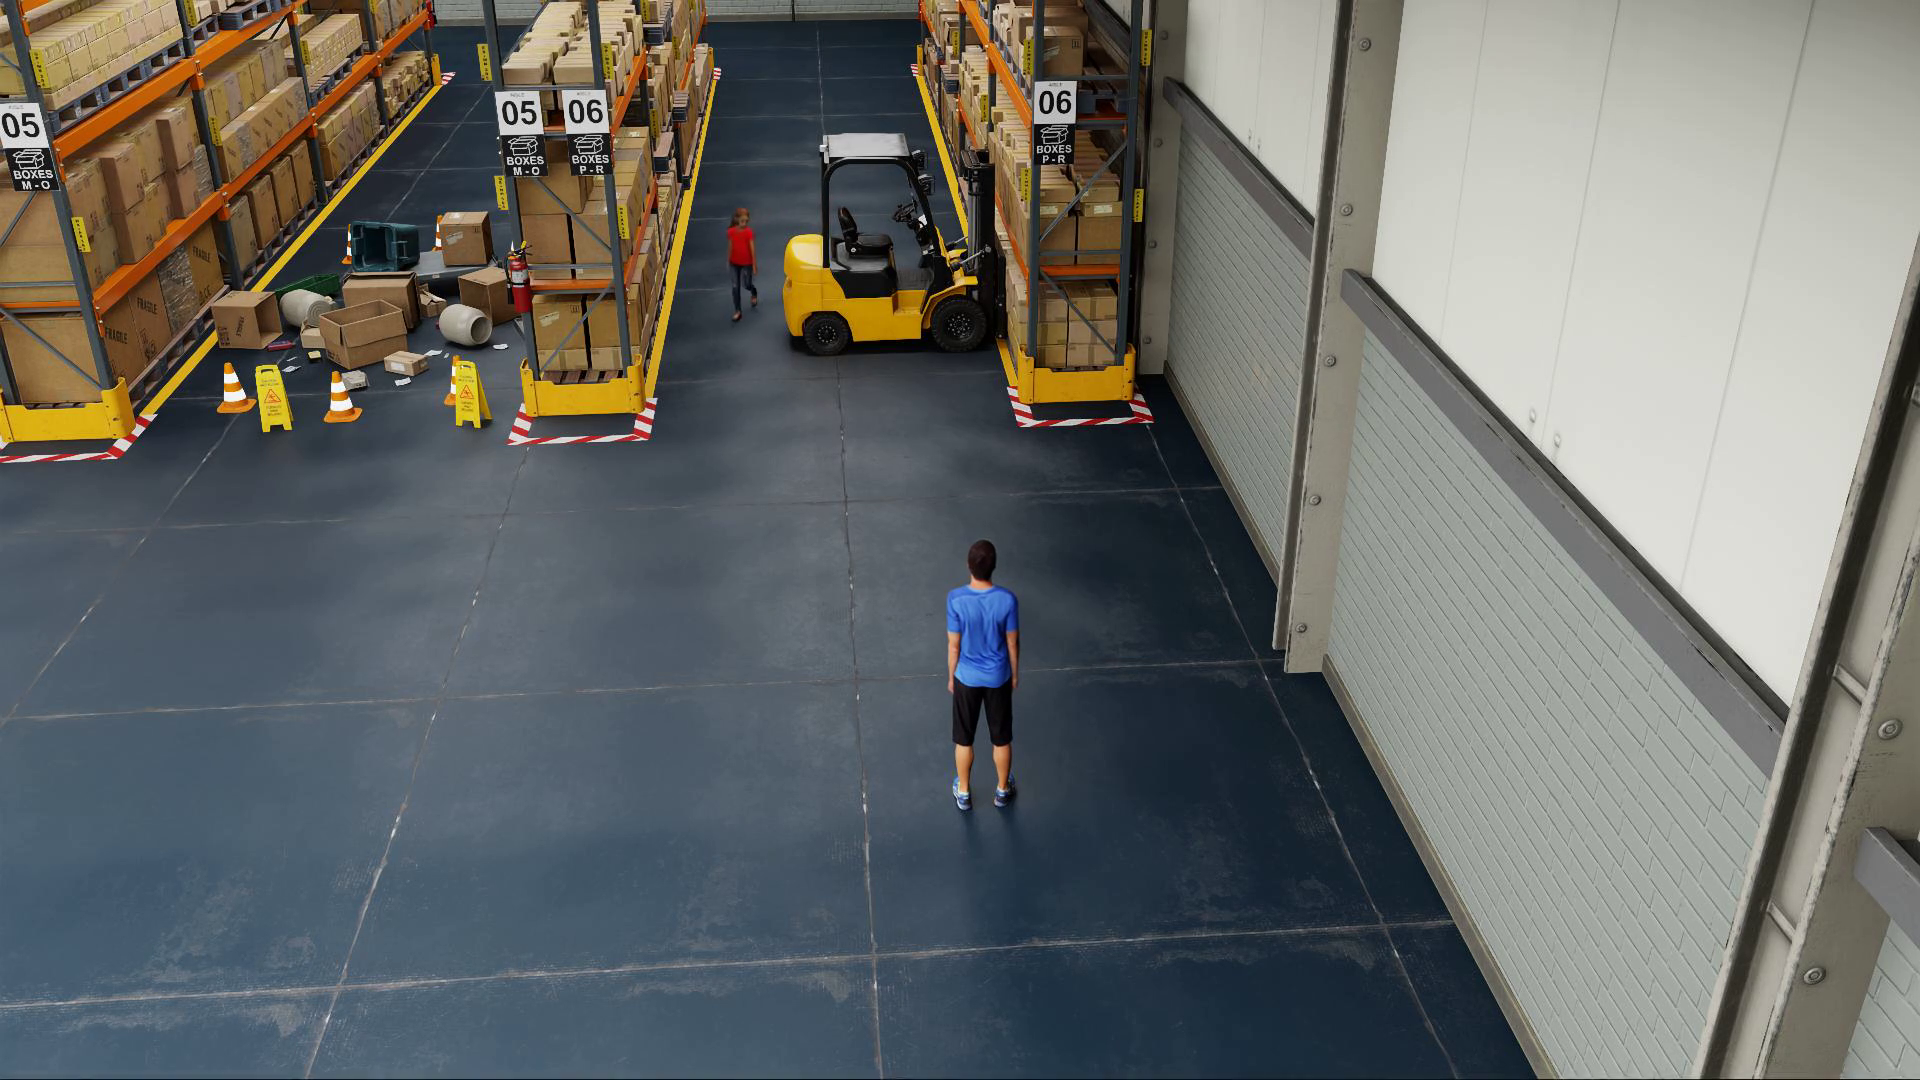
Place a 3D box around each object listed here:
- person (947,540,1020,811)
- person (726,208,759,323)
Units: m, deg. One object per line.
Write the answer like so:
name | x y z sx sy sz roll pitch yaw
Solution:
person | 0.141 0.863 10.471 0.612 1.869 0.566 -1 27 -1
person | -2.462 -3.162 18.922 0.651 1.289 0.824 8 28 16
